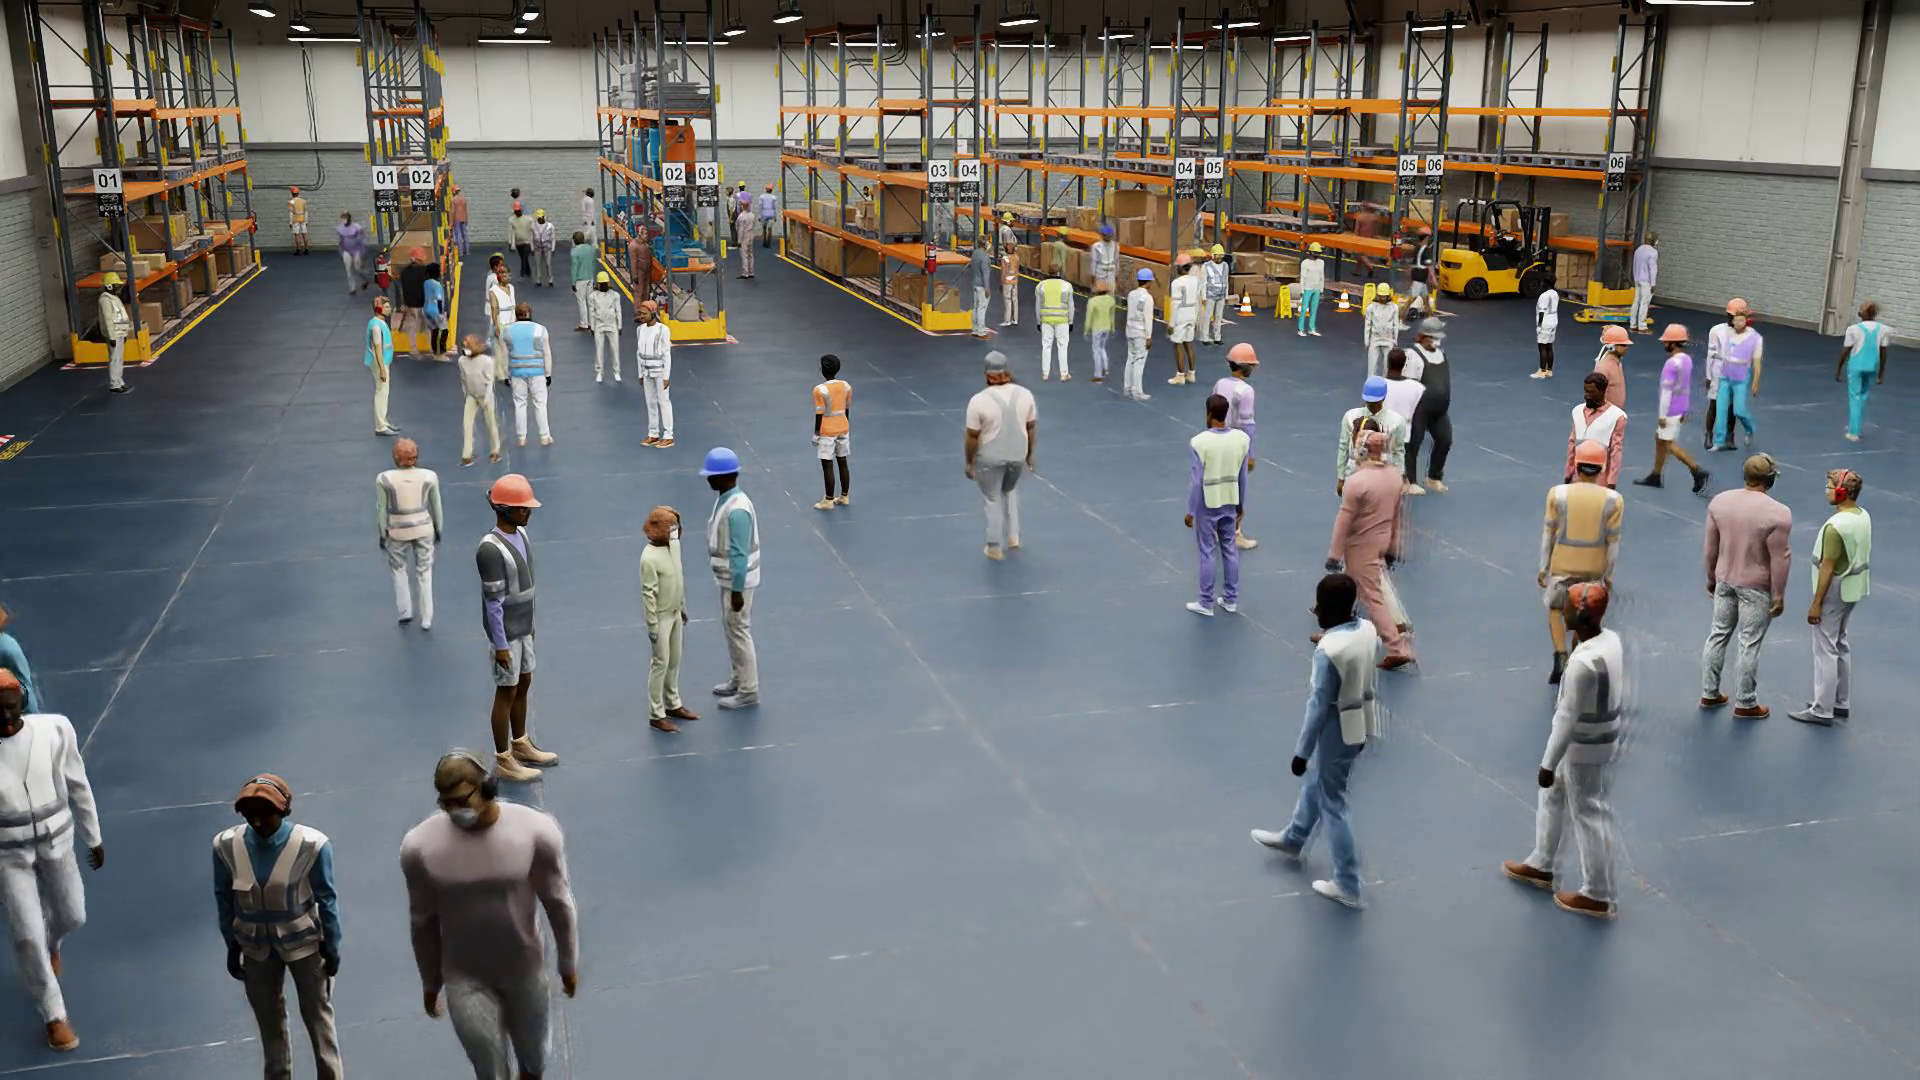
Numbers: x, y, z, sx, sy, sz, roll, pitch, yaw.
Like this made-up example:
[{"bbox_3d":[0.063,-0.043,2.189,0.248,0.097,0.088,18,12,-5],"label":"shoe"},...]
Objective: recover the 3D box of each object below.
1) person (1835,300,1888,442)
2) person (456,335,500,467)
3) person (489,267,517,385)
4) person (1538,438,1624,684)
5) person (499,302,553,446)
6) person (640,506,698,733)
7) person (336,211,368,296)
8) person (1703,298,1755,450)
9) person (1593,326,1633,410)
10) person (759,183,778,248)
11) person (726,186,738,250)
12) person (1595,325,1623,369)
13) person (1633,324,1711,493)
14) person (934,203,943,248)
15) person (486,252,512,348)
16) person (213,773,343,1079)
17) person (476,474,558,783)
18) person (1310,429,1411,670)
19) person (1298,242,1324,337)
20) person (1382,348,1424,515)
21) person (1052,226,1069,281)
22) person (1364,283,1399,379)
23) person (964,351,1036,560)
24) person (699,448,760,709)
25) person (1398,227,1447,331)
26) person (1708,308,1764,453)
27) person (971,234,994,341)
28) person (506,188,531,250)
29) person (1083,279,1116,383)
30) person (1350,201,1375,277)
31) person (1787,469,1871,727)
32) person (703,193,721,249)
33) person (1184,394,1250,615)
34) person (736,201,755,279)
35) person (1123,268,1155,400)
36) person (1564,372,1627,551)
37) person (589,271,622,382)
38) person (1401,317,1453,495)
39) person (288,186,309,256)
[{"bbox_3d":[11.711,-2.224,21.715,0.541,1.822,0.759,1,15,4],"label":"person"},{"bbox_3d":[-5.851,-1.679,20.105,0.505,1.593,0.782,3,15,13],"label":"person"},{"bbox_3d":[-7.109,-3.344,25.926,0.393,1.832,0.574,5,16,18],"label":"person"},{"bbox_3d":[4.619,0.196,12.422,0.550,1.922,0.517,4,15,15],"label":"person"},{"bbox_3d":[-5.538,-2.119,21.307,0.624,1.837,0.430,-1,15,-4],"label":"person"},{"bbox_3d":[-2.064,0.545,11.688,0.289,1.623,0.507,4,15,16],"label":"person"},{"bbox_3d":[-13.745,-6.518,37.716,0.659,1.911,0.674,1,15,5],"label":"person"},{"bbox_3d":[9.718,-2.093,21.023,0.543,1.931,0.387,3,15,13],"label":"person"},{"bbox_3d":[6.978,-1.309,17.947,0.379,1.996,0.611,10,18,32],"label":"person"},{"bbox_3d":[-5.722,-9.695,49.700,0.566,1.893,0.903,-1,15,-3],"label":"person"},{"bbox_3d":[-6.724,-9.489,49.038,0.342,1.839,0.503,-1,15,-2],"label":"person"},{"bbox_3d":[8.097,-1.878,20.798,0.313,1.633,0.518,1,15,4],"label":"person"},{"bbox_3d":[8.111,-1.471,18.742,0.808,1.915,0.547,13,20,40],"label":"person"},{"bbox_3d":[-0.602,-9.245,48.295,0.296,1.745,0.485,-1,15,-4],"label":"person"},{"bbox_3d":[-8.191,-4.255,29.609,0.480,1.703,0.778,3,15,10],"label":"person"},{"bbox_3d":[-2.901,1.753,7.138,0.510,1.630,0.323,0,15,0],"label":"person"},{"bbox_3d":[-2.880,0.569,10.815,0.404,2.035,0.606,1,15,6],"label":"person"},{"bbox_3d":[3.200,0.061,13.059,0.655,1.864,0.992,-14,21,-43],"label":"person"},{"bbox_3d":[6.575,-4.678,31.084,0.523,1.761,0.347,-7,16,-24],"label":"person"},{"bbox_3d":[4.402,-1.003,16.983,0.614,1.902,0.464,-1,15,-5],"label":"person"},{"bbox_3d":[2.115,-5.732,35.039,0.332,1.764,0.534,-6,16,-22],"label":"person"},{"bbox_3d":[6.223,-2.936,24.584,0.491,1.728,0.324,1,15,3],"label":"person"},{"bbox_3d":[0.352,-0.826,16.044,0.716,2.000,0.536,-7,16,-25],"label":"person"},{"bbox_3d":[-1.663,0.271,12.123,0.419,1.937,0.616,-4,16,-16],"label":"person"},{"bbox_3d":[8.844,-4.986,31.848,1.056,1.974,0.657,-1,15,-3],"label":"person"},{"bbox_3d":[9.771,-2.011,20.915,0.633,1.829,0.577,-10,18,-34],"label":"person"},{"bbox_3d":[0.396,-4.651,30.637,0.349,1.935,0.635,-6,16,-20],"label":"person"},{"bbox_3d":[-12.940,-9.459,48.996,0.903,1.809,0.621,-4,15,-16],"label":"person"},{"bbox_3d":[2.185,-3.277,26.082,0.575,1.611,0.365,-9,17,-30],"label":"person"},{"bbox_3d":[10.069,-7.479,41.389,0.650,1.884,0.787,-11,18,-35],"label":"person"},{"bbox_3d":[6.232,0.406,11.814,0.565,1.832,0.374,-14,20,-42],"label":"person"},{"bbox_3d":[-7.326,-9.452,49.128,0.605,1.718,0.582,8,17,29],"label":"person"},{"bbox_3d":[2.214,-0.299,14.302,0.597,1.914,0.372,-7,17,-26],"label":"person"},{"bbox_3d":[-5.325,-7.423,41.126,0.409,1.907,0.651,6,16,22],"label":"person"},{"bbox_3d":[2.674,-3.043,24.600,0.430,1.936,0.615,-7,16,-24],"label":"person"},{"bbox_3d":[5.919,-0.624,15.547,0.405,1.908,0.599,-8,17,-27],"label":"person"},{"bbox_3d":[-5.559,-3.351,26.139,0.492,1.737,0.326,-3,15,-11],"label":"person"},{"bbox_3d":[5.223,-1.499,18.578,0.701,2.000,0.567,-8,17,-29],"label":"person"},{"bbox_3d":[-18.756,-9.038,47.134,0.346,1.942,0.550,12,19,39],"label":"person"}]
